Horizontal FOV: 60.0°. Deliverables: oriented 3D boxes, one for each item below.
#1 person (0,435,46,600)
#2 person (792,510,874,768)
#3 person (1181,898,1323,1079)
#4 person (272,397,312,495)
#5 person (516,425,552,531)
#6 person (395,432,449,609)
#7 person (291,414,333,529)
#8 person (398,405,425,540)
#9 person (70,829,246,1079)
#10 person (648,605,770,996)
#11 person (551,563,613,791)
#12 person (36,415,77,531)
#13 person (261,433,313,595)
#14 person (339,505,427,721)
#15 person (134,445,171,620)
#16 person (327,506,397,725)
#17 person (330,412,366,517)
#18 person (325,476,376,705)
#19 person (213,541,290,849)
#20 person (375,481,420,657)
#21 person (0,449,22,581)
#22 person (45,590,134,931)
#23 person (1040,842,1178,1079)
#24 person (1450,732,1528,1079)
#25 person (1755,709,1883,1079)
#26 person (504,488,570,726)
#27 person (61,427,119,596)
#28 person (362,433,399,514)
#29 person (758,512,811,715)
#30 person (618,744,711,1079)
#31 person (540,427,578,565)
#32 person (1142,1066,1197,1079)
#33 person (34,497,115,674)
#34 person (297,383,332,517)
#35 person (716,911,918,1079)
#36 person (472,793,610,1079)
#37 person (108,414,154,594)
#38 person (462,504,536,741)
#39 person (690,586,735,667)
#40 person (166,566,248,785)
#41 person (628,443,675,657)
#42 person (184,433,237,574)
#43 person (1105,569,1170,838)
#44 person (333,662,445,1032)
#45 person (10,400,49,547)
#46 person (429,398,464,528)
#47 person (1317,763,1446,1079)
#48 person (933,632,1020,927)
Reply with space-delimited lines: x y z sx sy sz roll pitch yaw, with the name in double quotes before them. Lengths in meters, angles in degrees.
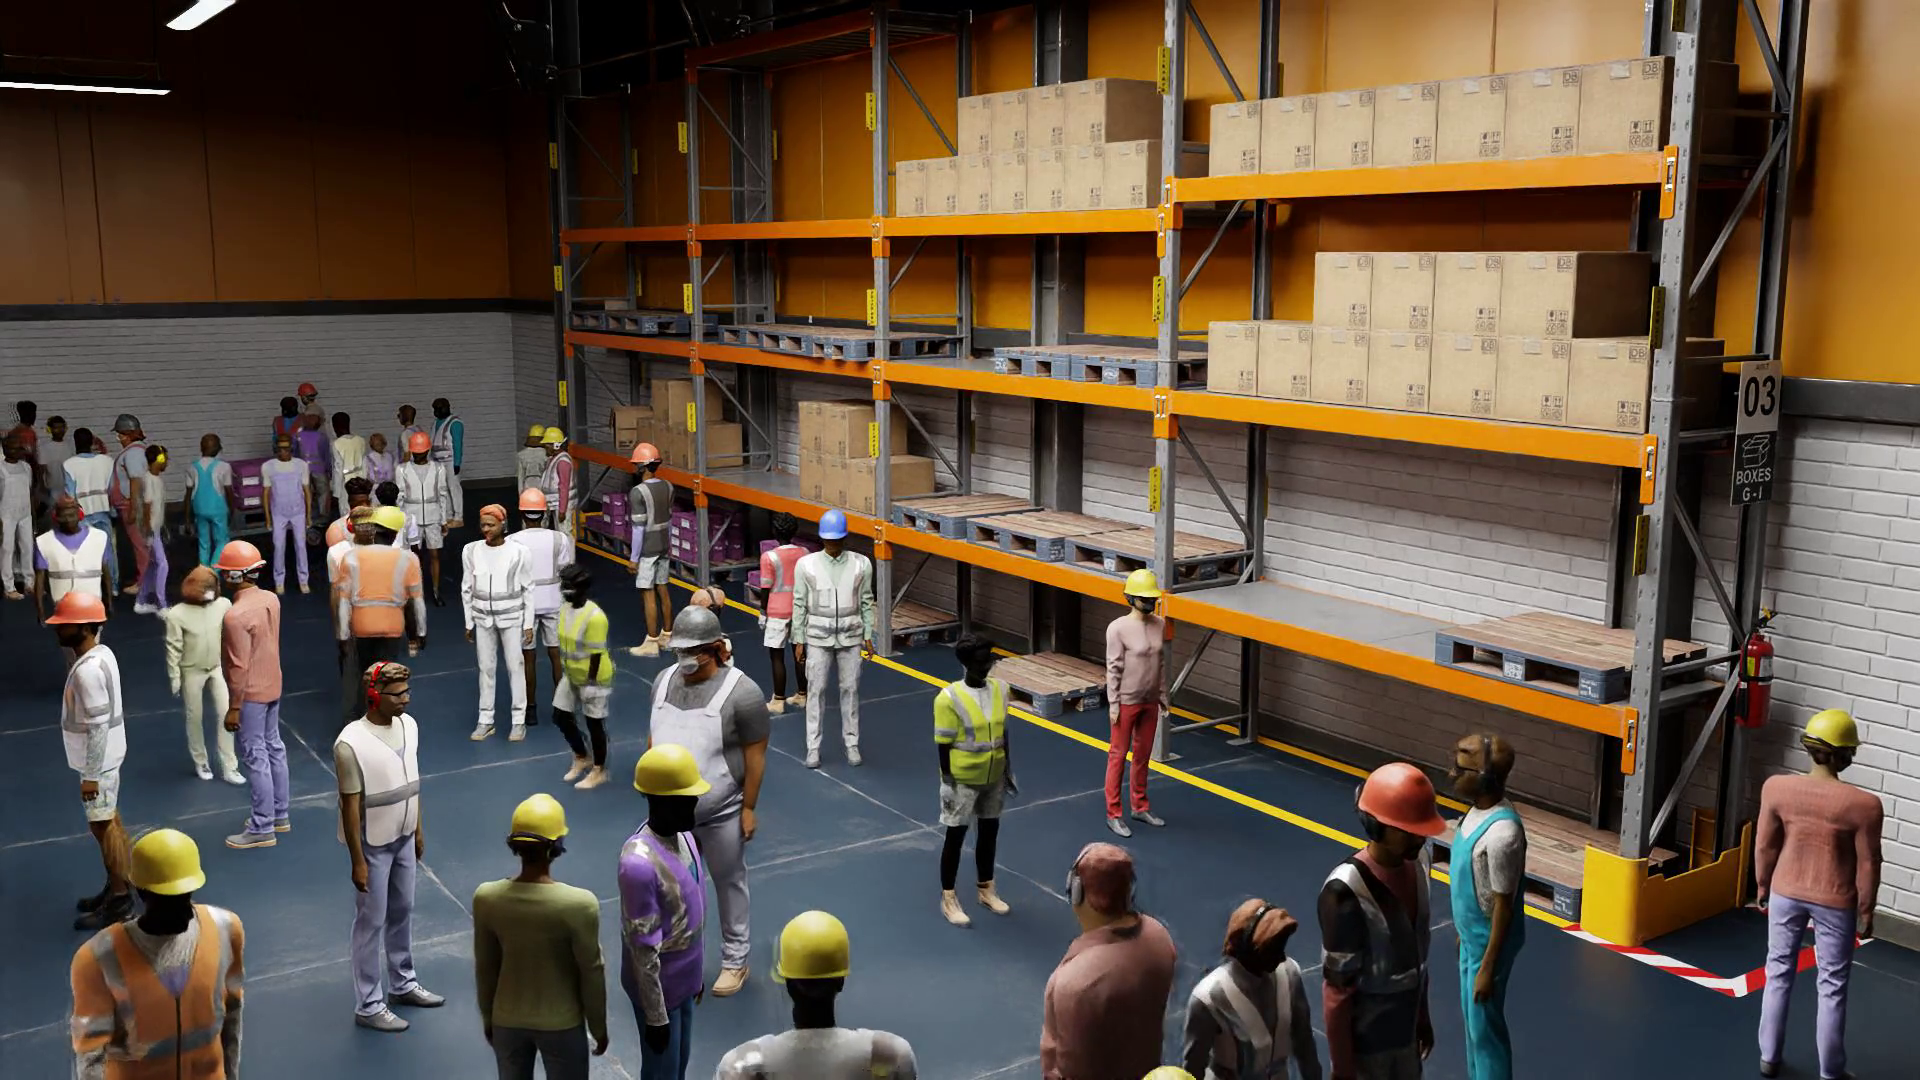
"person" -10.507 -0.254 18.508 0.351 1.838 0.504 4 11 24
"person" -0.938 0.734 12.390 0.614 1.943 0.404 -2 10 -11
"person" 0.972 2.006 5.961 0.520 1.592 0.881 -8 13 -40
"person" -9.444 -1.119 23.586 0.624 1.838 0.430 1 10 6
"person" -5.243 -0.567 20.660 0.493 1.729 0.324 1 10 6
"person" -5.813 -0.215 18.009 0.542 1.928 0.374 -4 11 -23
"person" -9.047 -0.942 23.195 0.590 1.620 0.316 -2 10 -10
"person" -7.309 -0.880 22.155 0.346 1.846 0.505 1 10 7
"person" -2.719 1.905 5.748 0.604 1.867 1.031 -9 13 -43
"person" -1.353 1.336 8.577 0.672 2.000 0.536 4 10 23
"person" -2.661 0.976 11.748 0.543 1.667 0.408 8 13 40
"person" -11.114 -0.618 20.567 0.326 1.869 0.533 7 12 35
"person" -7.561 -0.290 18.733 0.511 1.836 0.339 -5 11 -25
"person" -4.456 0.681 12.871 0.627 1.881 0.626 -2 10 -10
"person" -8.516 -0.076 17.486 0.461 1.832 0.631 -2 10 -14
"person" -4.747 0.629 13.294 0.564 1.845 0.389 -9 13 -41
"person" -7.501 -0.619 20.428 0.392 1.914 0.589 2 10 13
"person" -5.089 0.429 14.122 0.368 1.963 0.609 3 10 19
"person" -4.578 0.988 10.752 0.375 1.995 0.611 0 10 0
"person" -5.376 0.288 15.735 0.540 1.696 0.315 -5 11 -28
"person" -11.440 -0.440 19.602 0.980 1.832 0.583 4 10 22
"person" -4.933 1.236 9.450 0.350 1.941 0.552 -4 10 -23
"person" 0.538 1.945 5.571 0.797 1.862 0.662 7 12 37
"person" 2.196 1.702 7.005 0.328 1.844 0.511 1 10 8
"person" 3.913 1.638 7.615 0.526 1.765 0.329 9 13 43
"person" -3.448 0.541 13.547 0.548 1.937 0.379 -4 11 -23
"person" -9.650 -0.293 18.497 0.371 1.916 0.596 6 11 31
"person" -7.209 -0.529 20.729 0.344 1.632 0.715 6 11 30
"person" -1.451 0.606 13.901 0.535 1.690 0.319 -9 13 -43
"person" -1.142 1.736 6.562 0.364 1.927 0.587 1 10 4
"person" -4.699 -0.415 19.513 0.405 1.824 0.586 -4 11 -23
"person" 0.581 2.228 4.282 0.501 1.719 0.523 0 10 -1
"person" -7.520 0.515 14.136 0.581 1.803 0.948 -5 11 -27
"person" -9.364 -1.280 24.074 0.391 1.990 0.619 -1 10 -4
"person" -0.406 2.026 4.959 0.606 1.893 0.760 0 10 -3
"person" -1.610 1.844 6.432 0.533 1.760 0.342 2 10 12
"person" -9.408 -0.418 18.869 0.539 2.000 0.689 -3 10 -19
"person" -3.623 0.649 13.072 0.575 1.882 0.360 1 10 5
"person" -1.661 1.122 11.006 0.521 1.640 0.307 8 13 41
"person" -5.389 0.977 11.930 0.707 1.598 0.542 8 13 41
"person" -2.966 0.094 15.858 0.374 2.043 0.611 4 11 23
"person" -8.453 -0.281 18.695 0.598 1.827 0.491 -1 10 -6
"person" 1.179 1.062 10.985 0.524 1.769 0.316 -8 12 -38
"person" -2.859 1.498 8.236 0.394 1.836 0.560 3 10 16
"person" -12.152 -0.856 21.758 0.675 1.927 0.420 9 13 43
"person" -7.241 -1.089 23.444 0.635 1.831 0.429 8 13 39
"person" 1.539 1.779 6.034 0.409 2.028 0.613 9 13 43
"person" 0.093 1.352 9.524 0.572 1.692 0.327 -7 12 -37
